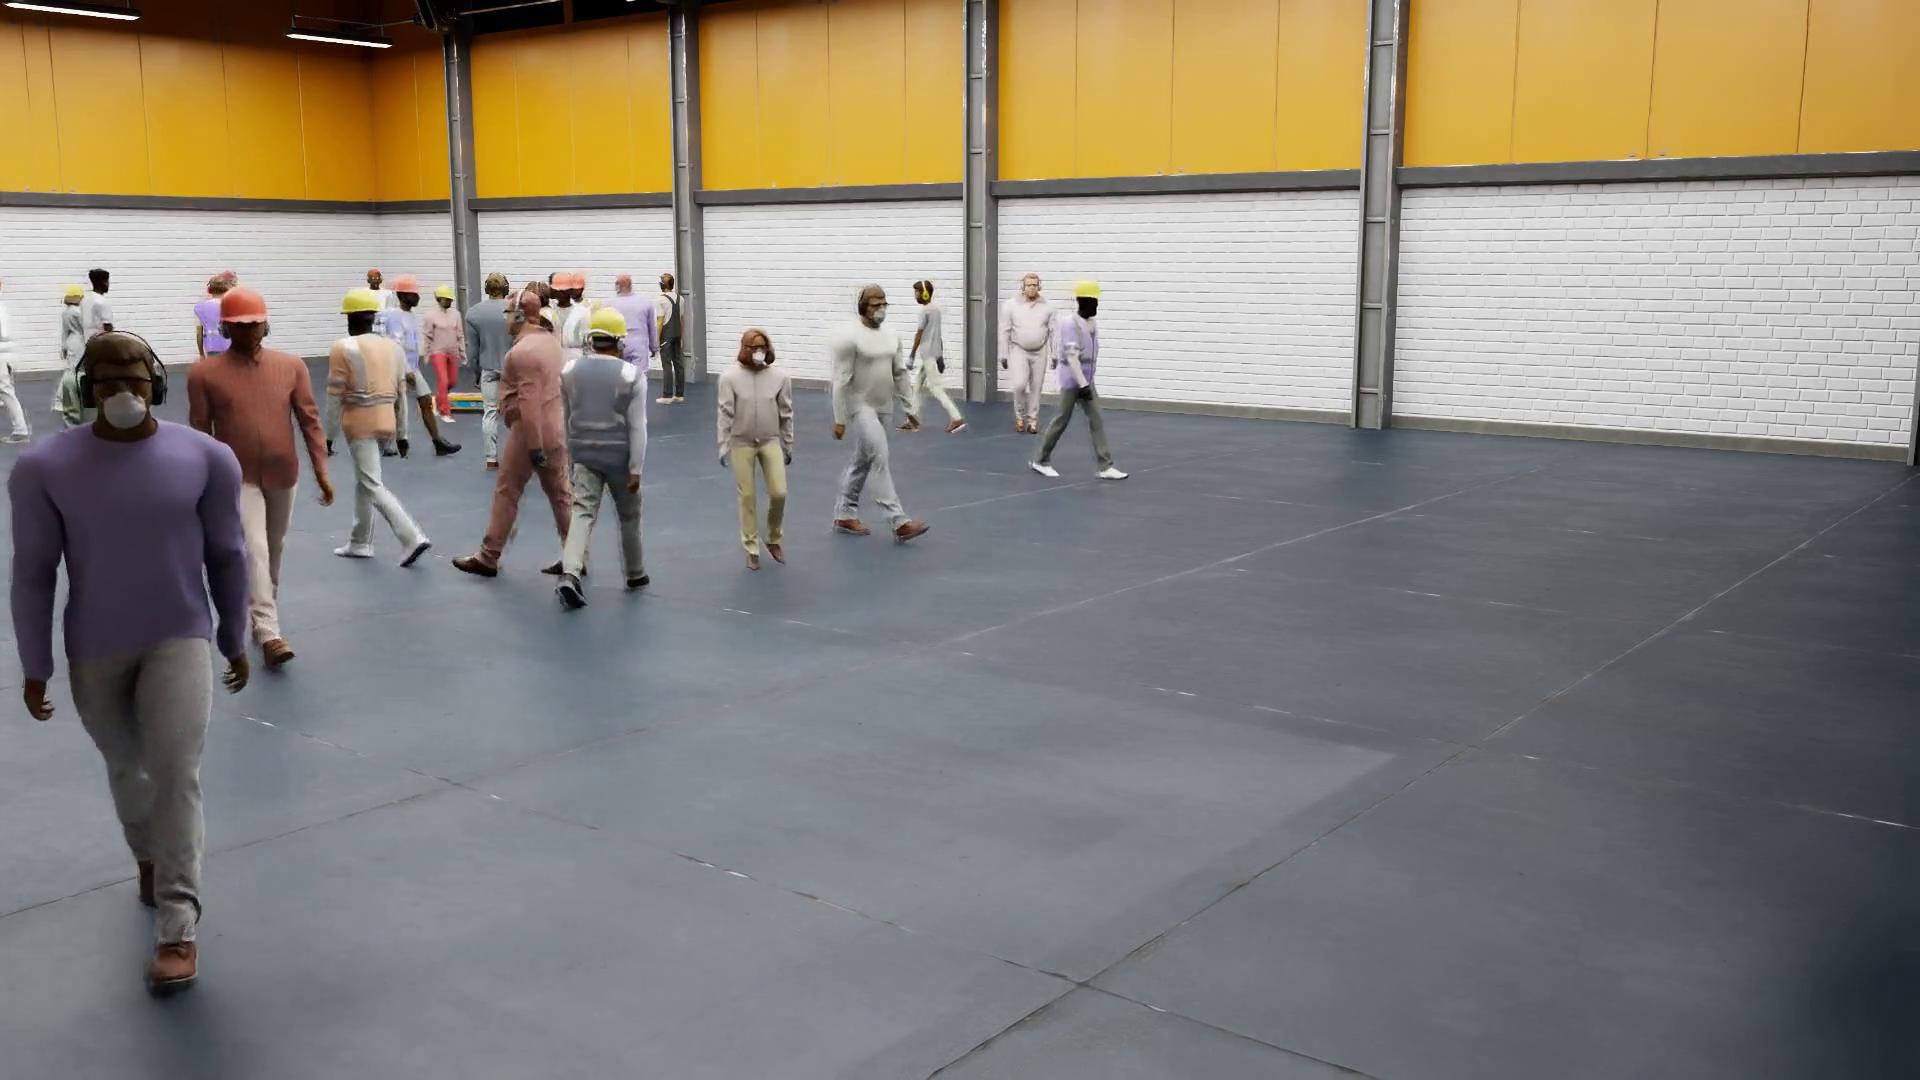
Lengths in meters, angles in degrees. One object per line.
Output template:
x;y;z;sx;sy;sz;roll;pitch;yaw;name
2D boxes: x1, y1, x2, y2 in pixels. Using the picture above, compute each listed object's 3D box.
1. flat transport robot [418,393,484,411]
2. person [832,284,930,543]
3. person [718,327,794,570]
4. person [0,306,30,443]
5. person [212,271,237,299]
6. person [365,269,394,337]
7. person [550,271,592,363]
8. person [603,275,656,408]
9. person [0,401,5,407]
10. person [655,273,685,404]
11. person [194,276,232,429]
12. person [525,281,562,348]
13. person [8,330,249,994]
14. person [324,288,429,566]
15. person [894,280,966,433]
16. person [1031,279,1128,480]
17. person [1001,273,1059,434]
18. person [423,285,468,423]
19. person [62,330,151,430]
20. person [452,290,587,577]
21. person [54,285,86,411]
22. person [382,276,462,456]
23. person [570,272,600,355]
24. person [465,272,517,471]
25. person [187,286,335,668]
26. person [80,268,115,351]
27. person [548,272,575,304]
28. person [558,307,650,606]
-6.489;-1.864;22.401;1.431;0.197;0.652;0;10;1;flat transport robot
-0.586;-0.926;12.228;1.001;1.884;0.655;8;12;38;person
-1.368;-0.613;11.182;0.521;1.628;0.341;-3;10;-15;person
-10.876;-1.974;18.462;0.923;1.841;0.606;-3;10;-16;person
-11.141;-3.206;25.595;0.645;1.862;0.927;7;12;37;person
-9.057;-3.254;25.802;0.583;1.883;0.337;-6;12;-33;person
-4.046;-1.779;17.056;0.544;1.939;0.353;0;10;-2;person
-4.152;-2.399;20.938;0.654;1.843;1.036;-2;10;-14;person
-13.509;-2.830;22.900;0.605;2.035;0.384;3;10;17;person
-4.120;-2.849;23.559;0.345;1.846;0.508;7;12;35;person
-8.919;-2.255;20.110;0.566;1.841;0.387;-2;10;-12;person
-4.185;-1.652;16.603;0.429;1.844;0.624;-2;10;-11;person
-2.498;0.308;5.064;0.641;1.893;1.040;-4;10;-21;person
-3.990;-0.767;11.320;0.905;1.892;0.585;4;11;22;person
-0.343;-2.177;19.749;0.934;1.822;0.495;3;10;16;person
1.096;-1.501;15.635;0.973;1.889;0.595;7;12;35;person
0.834;-2.182;19.533;0.676;1.889;0.468;-1;10;-8;person
-6.582;-2.368;21.112;0.717;1.735;0.536;8;12;38;person
-5.477;-0.538;10.729;0.529;1.618;0.343;-6;12;-32;person
-2.892;-0.685;10.896;0.927;1.867;0.661;2;10;10;person
-11.977;-2.615;22.644;0.492;1.694;0.912;9;13;42;person
-5.763;-1.794;17.320;0.986;1.889;0.553;2;10;13;person
-4.697;-2.342;20.485;0.540;1.876;0.993;0;10;1;person
-4.476;-1.634;16.219;0.629;1.940;0.373;0;10;1;person
-3.626;-0.336;8.653;0.623;1.939;1.022;-7;12;-37;person
-11.352;-2.592;21.807;0.600;1.943;0.774;7;12;37;person
-4.680;-2.206;19.654;0.448;1.901;0.622;0;10;1;person
-2.173;-0.509;10.100;0.581;1.800;0.916;2;10;9;person
